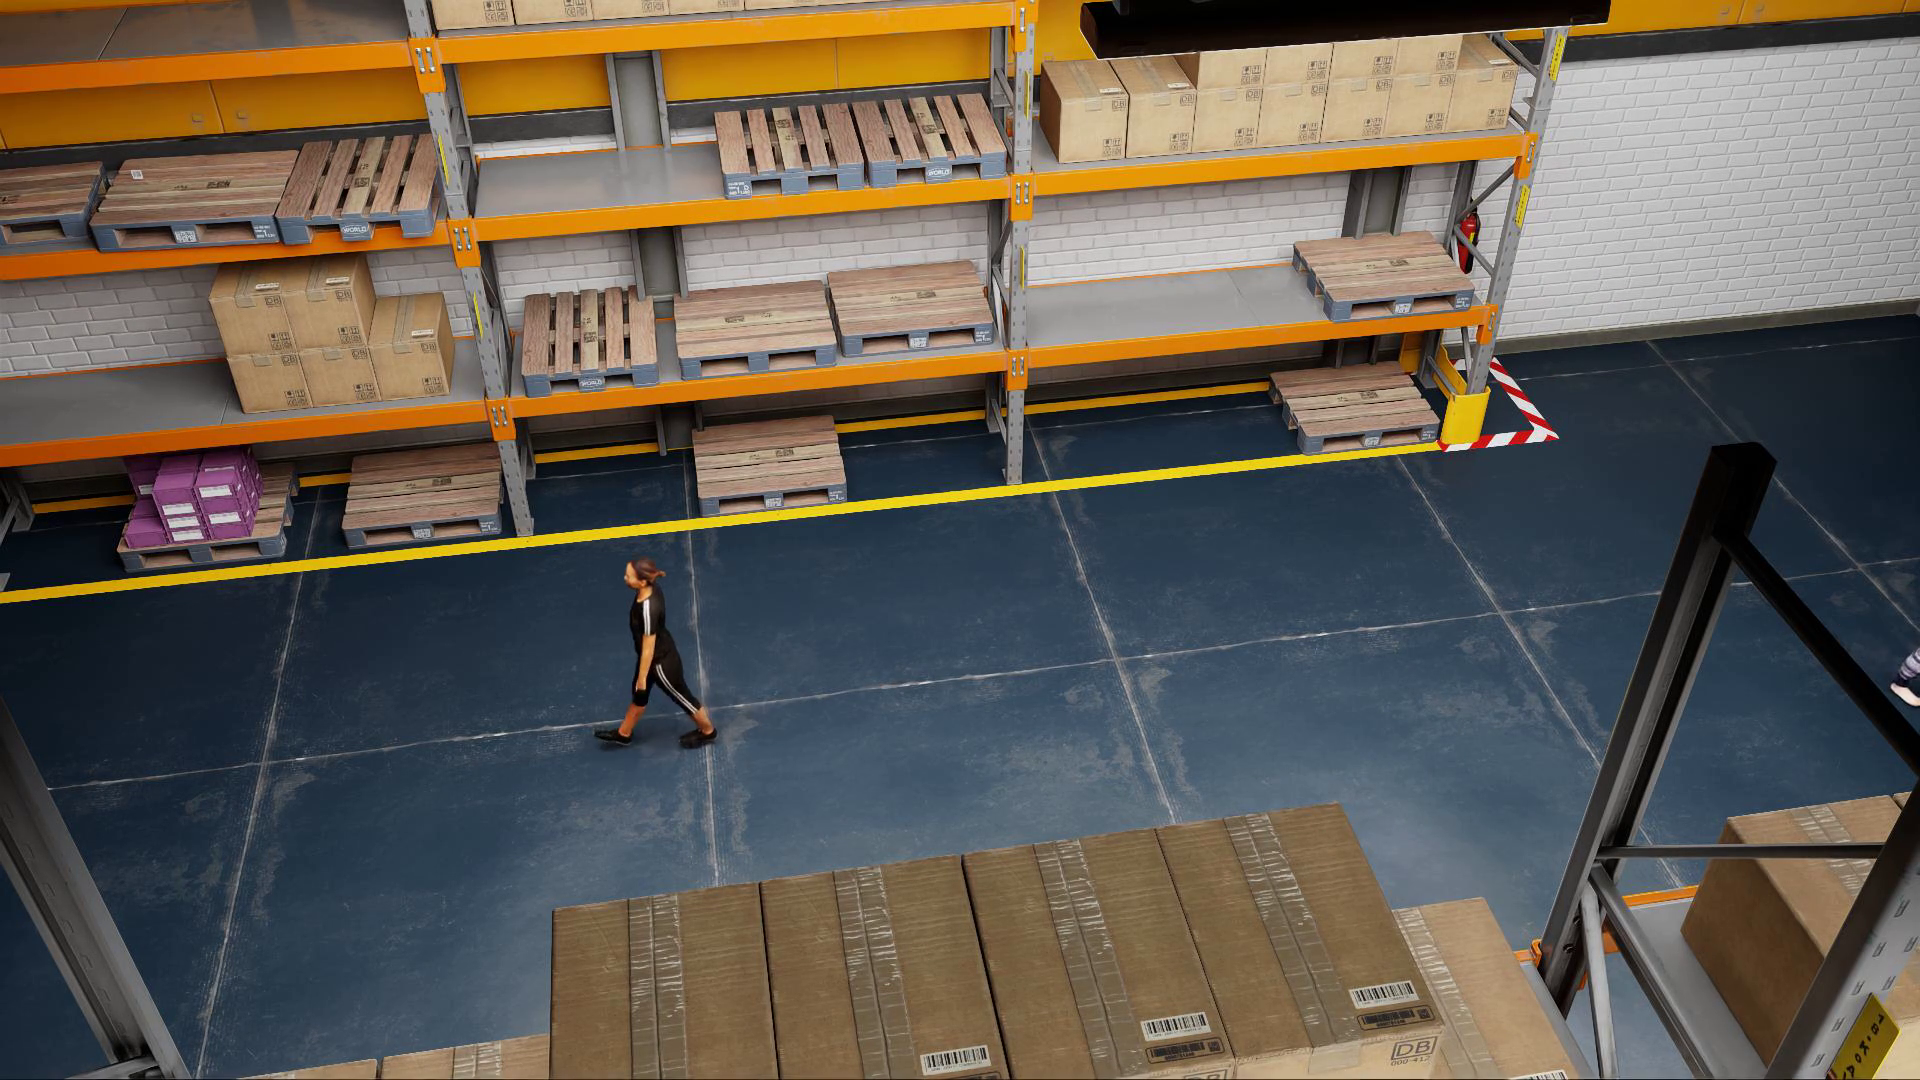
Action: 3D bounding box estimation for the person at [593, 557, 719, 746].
[{"bbox_3d":[-1.915,0.782,11.003,1.046,1.622,0.607,-8,39,-10],"label":"person"}]
